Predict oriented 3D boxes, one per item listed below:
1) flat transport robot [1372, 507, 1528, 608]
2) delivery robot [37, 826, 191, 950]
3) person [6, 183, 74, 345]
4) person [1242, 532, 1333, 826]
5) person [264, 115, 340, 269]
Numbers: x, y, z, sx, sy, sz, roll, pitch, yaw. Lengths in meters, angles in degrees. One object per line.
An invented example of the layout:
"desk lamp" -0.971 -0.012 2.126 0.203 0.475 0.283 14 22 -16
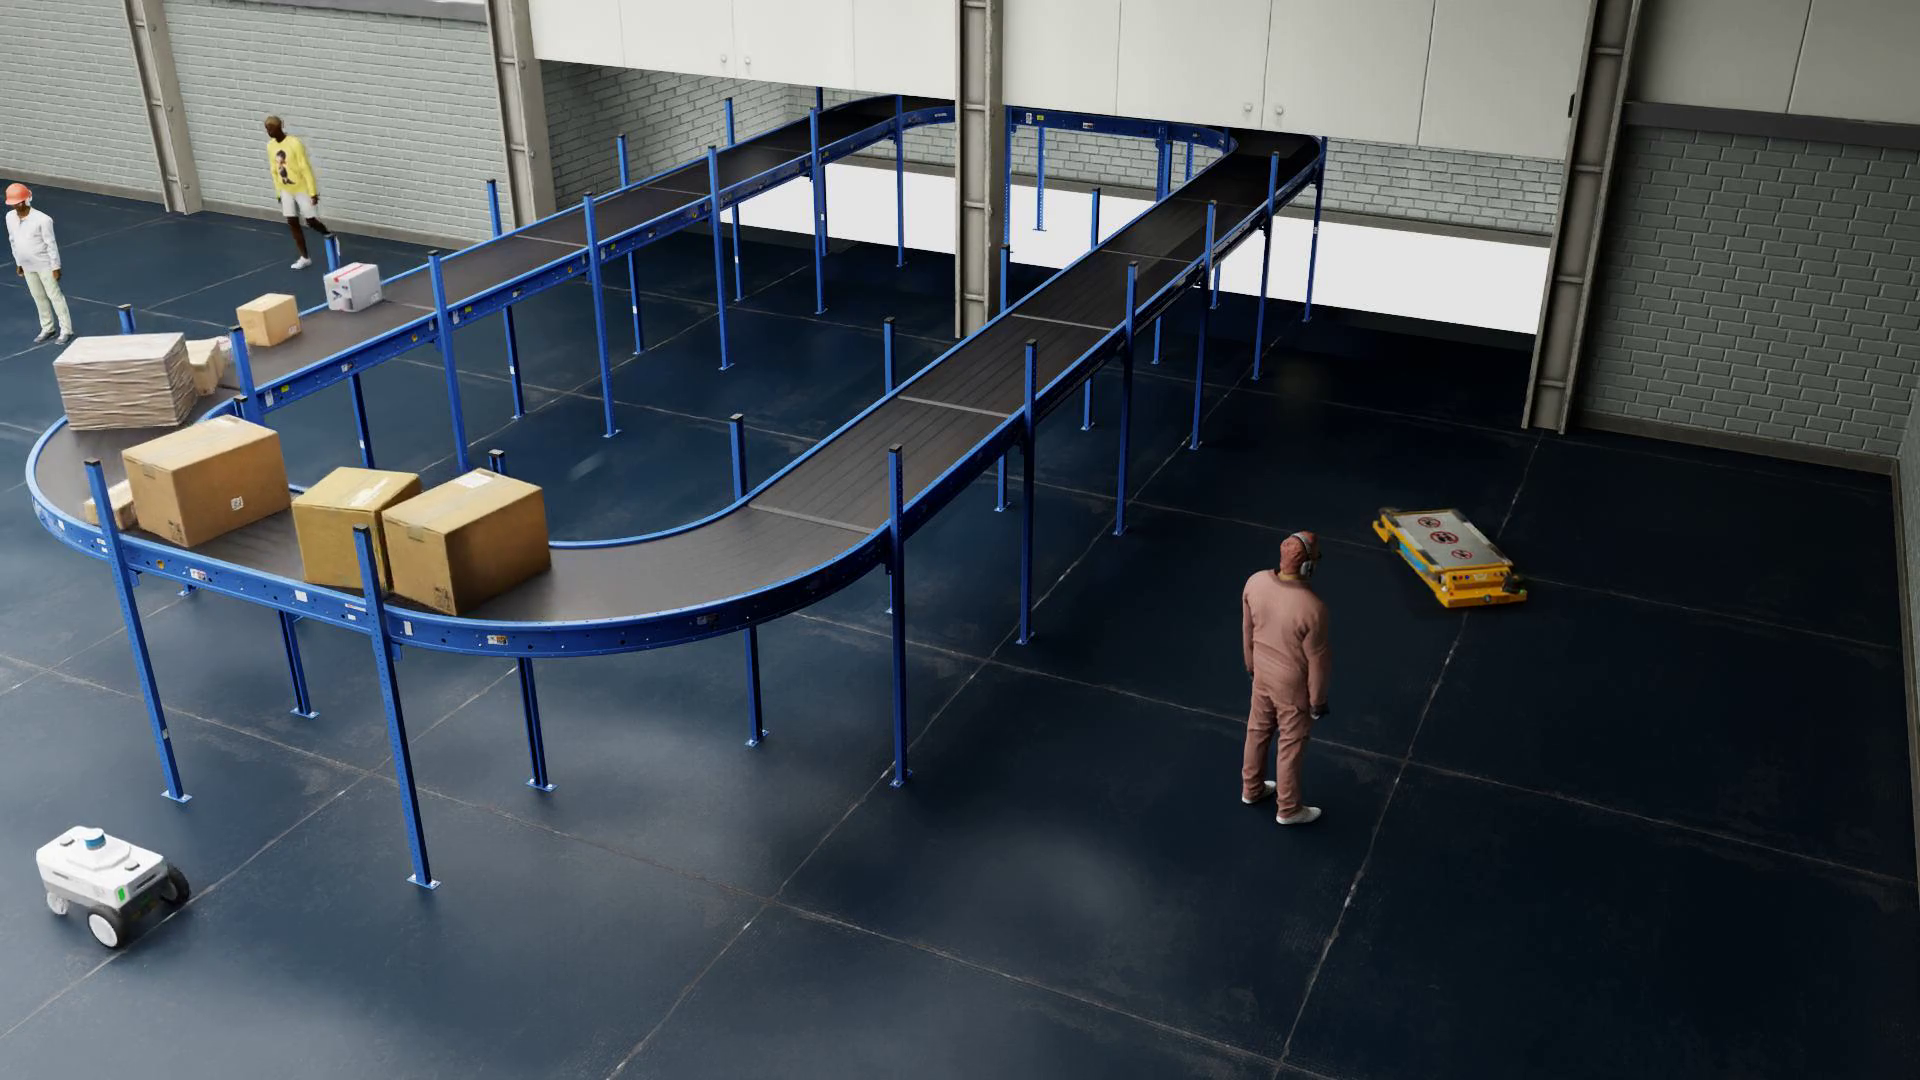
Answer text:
"flat transport robot" 3.883 0.113 13.248 0.659 0.231 1.431 -5 27 -9
"delivery robot" -4.779 1.906 9.335 0.811 0.613 0.499 12 29 23
"person" -9.868 -2.950 17.762 0.561 1.743 0.347 7 27 14
"person" 1.969 0.827 9.973 0.414 1.906 0.641 -18 32 -32
"person" -8.046 -4.269 20.287 0.603 1.871 0.613 8 27 15
